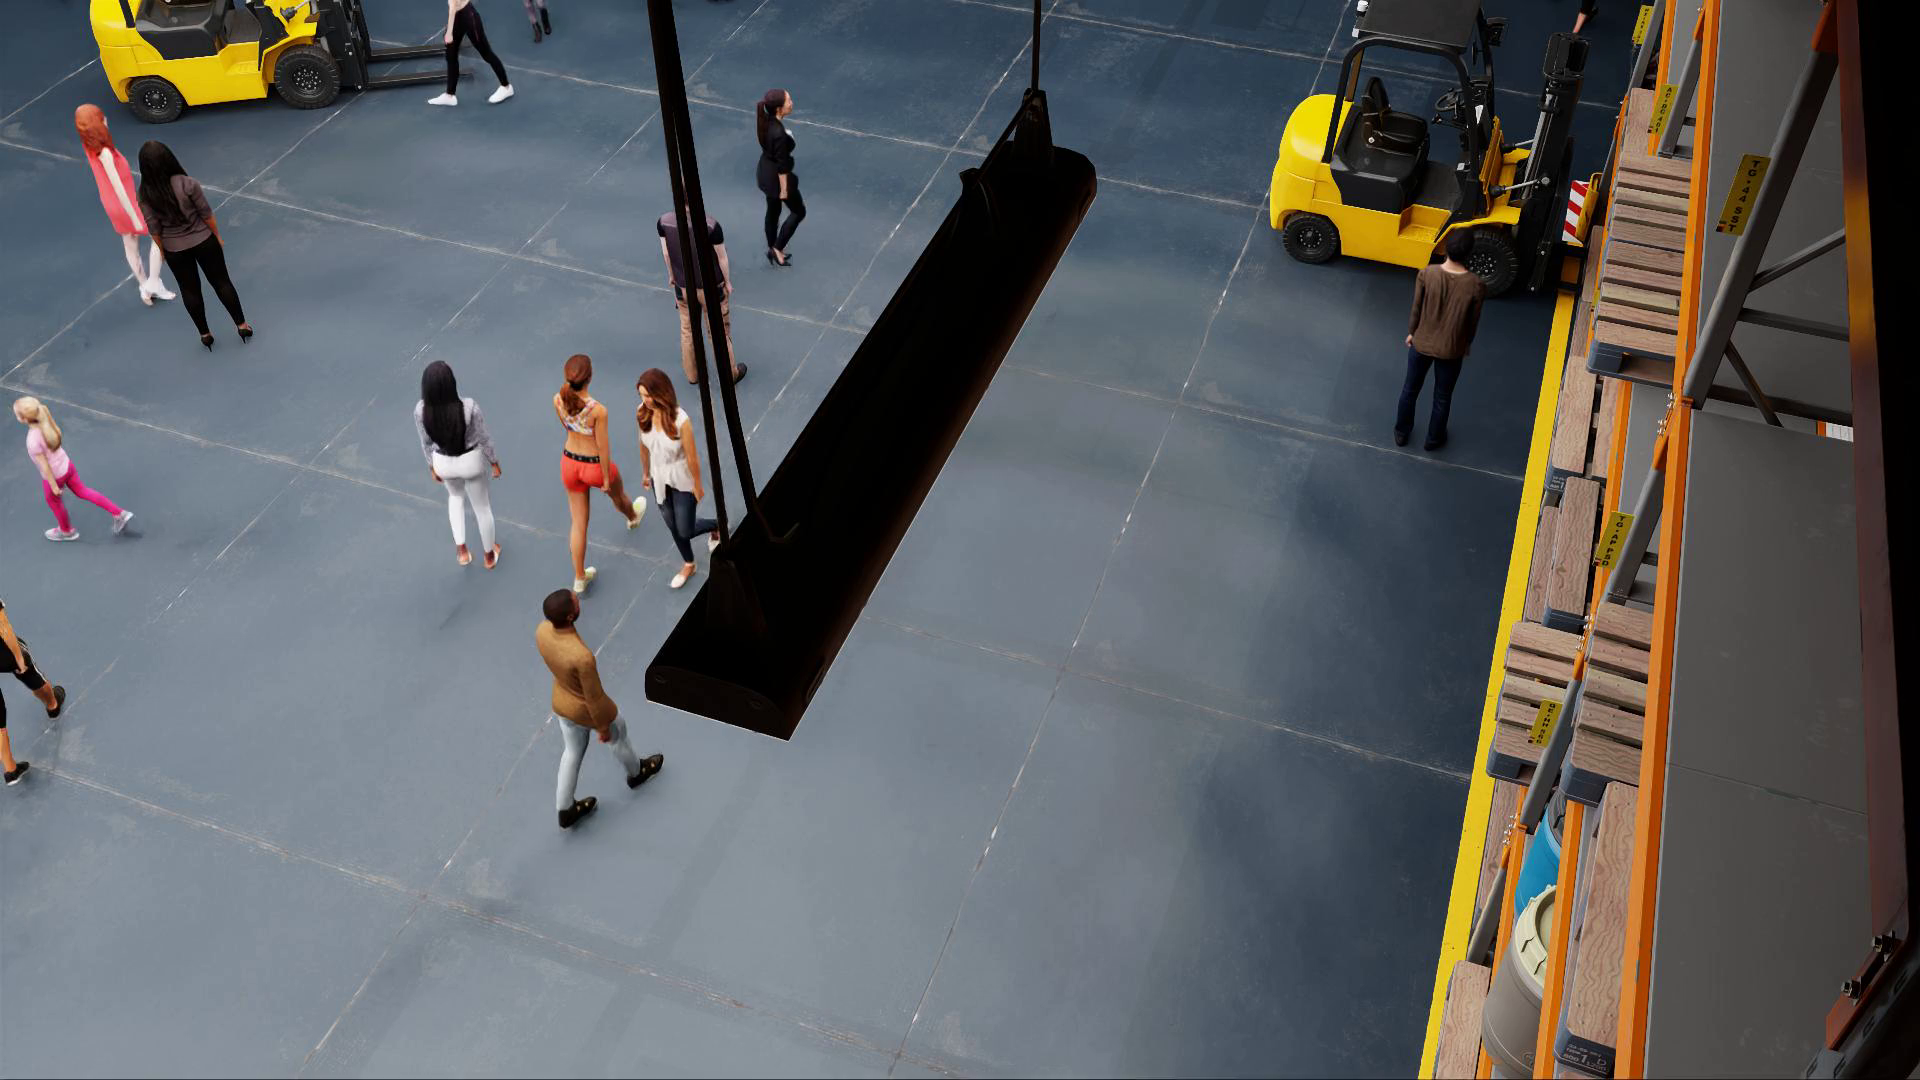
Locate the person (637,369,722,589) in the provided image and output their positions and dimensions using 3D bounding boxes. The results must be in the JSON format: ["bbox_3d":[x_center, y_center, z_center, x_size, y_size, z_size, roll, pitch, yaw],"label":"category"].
[{"bbox_3d":[-1.873,-0.464,11.192,0.663,1.771,0.812,19,47,19],"label":"person"}]

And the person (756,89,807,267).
[{"bbox_3d":[-1.611,-2.994,13.935,0.767,1.649,0.718,-21,48,-21],"label":"person"}]

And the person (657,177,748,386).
[{"bbox_3d":[-2.000,-1.968,12.719,0.700,1.841,0.611,10,44,10],"label":"person"}]

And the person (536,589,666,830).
[{"bbox_3d":[-2.251,1.004,9.637,0.850,1.790,1.094,28,50,26],"label":"person"}]

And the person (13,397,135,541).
[{"bbox_3d":[-6.230,-0.487,11.590,0.749,1.254,0.878,0,44,0],"label":"person"}]

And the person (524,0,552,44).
[{"bbox_3d":[-4.438,-5.801,17.157,0.586,1.270,0.643,-3,44,-4],"label":"person"}]

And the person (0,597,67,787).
[{"bbox_3d":[-5.864,0.763,10.002,0.975,1.636,1.155,-10,44,-10],"label":"person"}]

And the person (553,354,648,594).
[{"bbox_3d":[-2.542,-0.408,11.157,0.638,1.737,1.182,10,45,10],"label":"person"}]

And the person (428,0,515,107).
[{"bbox_3d":[-4.660,-4.991,15.985,1.130,1.713,1.028,-25,49,-24],"label":"person"}]

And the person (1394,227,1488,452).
[{"bbox_3d":[3.493,-1.446,12.138,0.655,1.888,0.579,17,46,17],"label":"person"}]

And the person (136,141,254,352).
[{"bbox_3d":[-6.042,-2.299,13.066,0.750,1.841,0.797,-14,45,-15],"label":"person"}]

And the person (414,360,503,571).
[{"bbox_3d":[-3.378,-0.433,11.200,0.733,1.714,0.785,1,44,1],"label":"person"}]

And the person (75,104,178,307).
[{"bbox_3d":[-6.840,-2.646,13.449,0.713,1.816,0.708,-34,53,-31],"label":"person"}]
